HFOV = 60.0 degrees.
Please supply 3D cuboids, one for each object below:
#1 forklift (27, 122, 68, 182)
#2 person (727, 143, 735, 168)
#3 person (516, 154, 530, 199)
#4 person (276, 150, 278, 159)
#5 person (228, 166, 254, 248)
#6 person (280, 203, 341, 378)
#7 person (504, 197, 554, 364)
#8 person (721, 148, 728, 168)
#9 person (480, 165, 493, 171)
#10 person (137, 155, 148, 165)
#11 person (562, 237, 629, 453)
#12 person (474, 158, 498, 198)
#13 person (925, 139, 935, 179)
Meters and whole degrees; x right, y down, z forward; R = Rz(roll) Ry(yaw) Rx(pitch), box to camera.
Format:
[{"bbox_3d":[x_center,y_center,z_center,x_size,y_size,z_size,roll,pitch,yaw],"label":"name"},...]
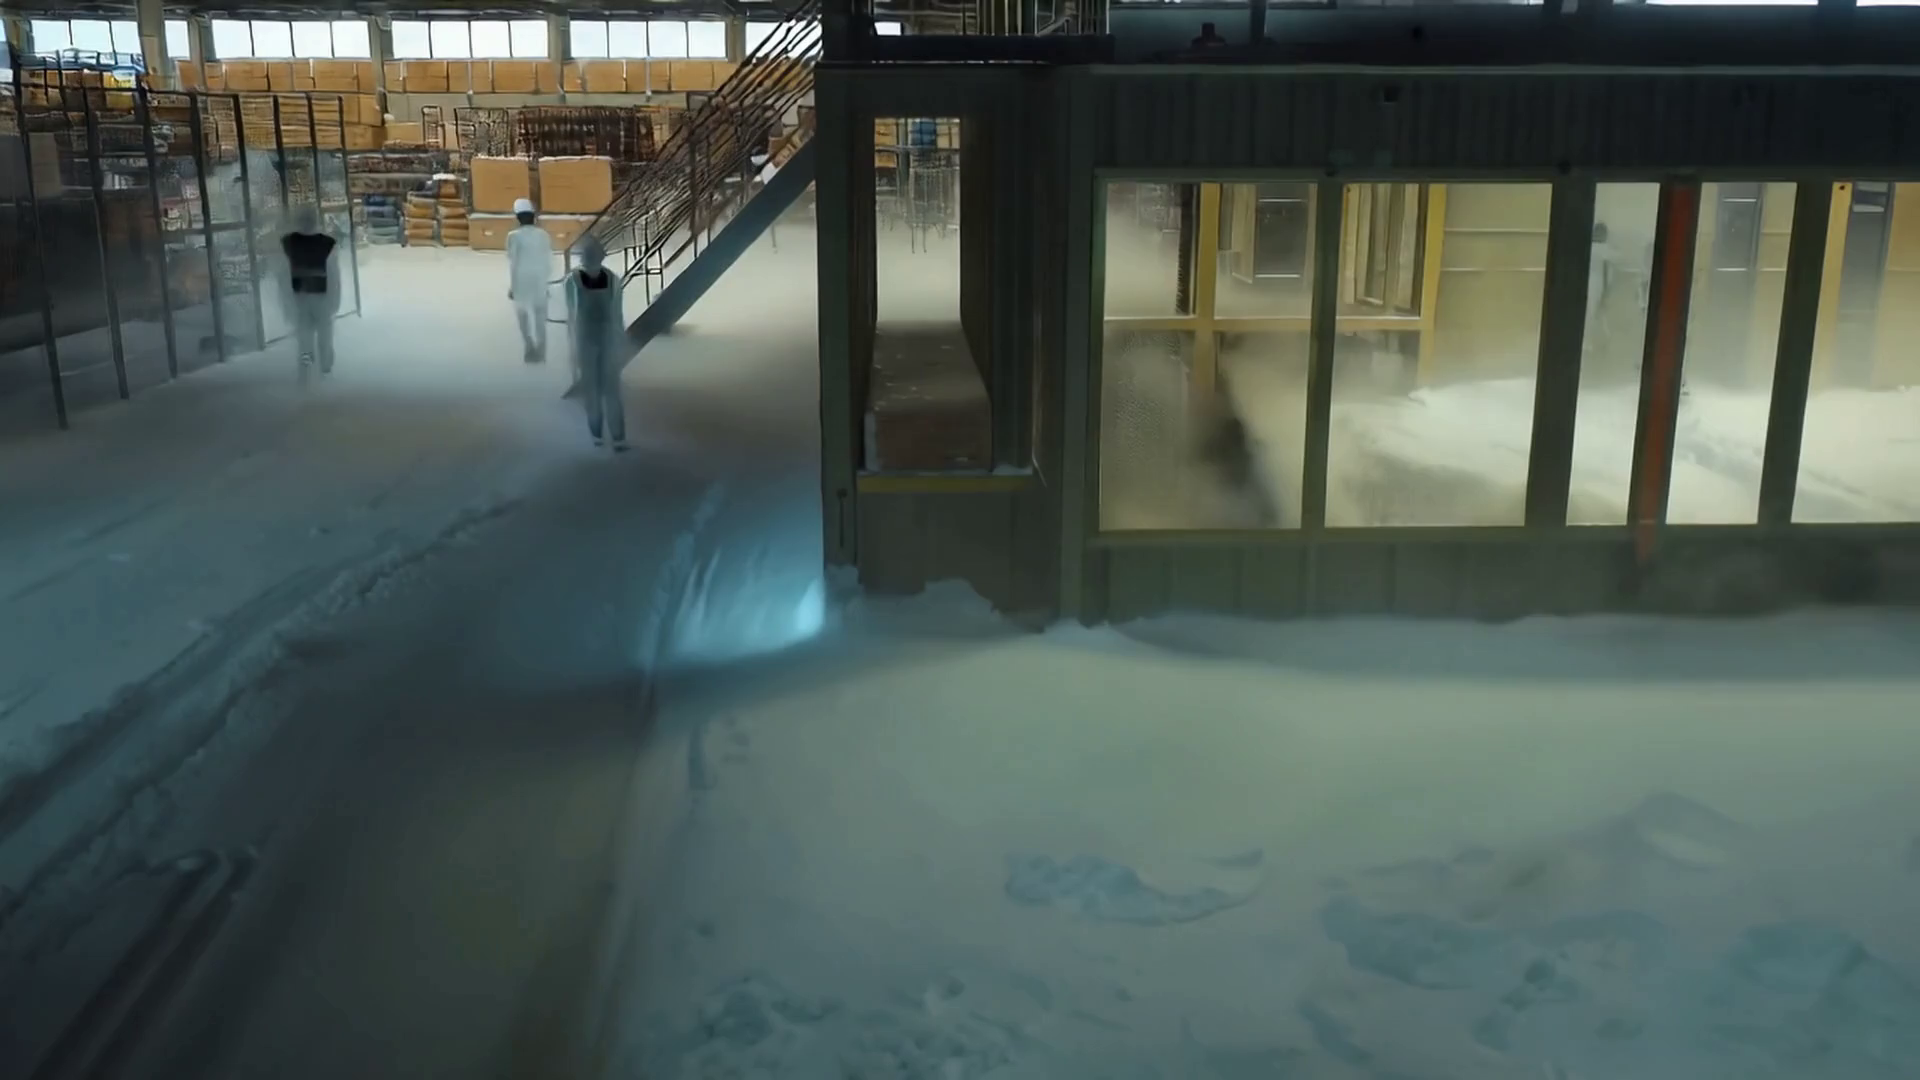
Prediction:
[{"bbox_3d":[-35.376,-14.773,64.377,1.129,2.768,1.873,-1,14,-2],"label":"forklift"},{"bbox_3d":[-11.761,-19.489,85.370,0.457,1.822,0.591,1,14,5],"label":"person"},{"bbox_3d":[-11.992,-9.658,45.860,0.364,1.933,0.543,2,14,7],"label":"person"},{"bbox_3d":[-36.809,-20.639,90.108,0.329,1.751,0.570,-2,14,-10],"label":"person"},{"bbox_3d":[-16.257,-7.555,37.714,0.599,1.809,0.773,2,14,6],"label":"person"},{"bbox_3d":[-7.005,-2.672,17.984,0.602,1.906,0.584,-3,14,-12],"label":"person"},{"bbox_3d":[-4.968,-2.984,19.210,0.562,1.917,0.450,-6,15,-24],"label":"person"},{"bbox_3d":[-10.486,-16.611,74.080,0.889,1.716,0.541,2,14,8],"label":"person"},{"bbox_3d":[-15.673,-11.776,54.997,0.504,1.600,0.810,6,15,21],"label":"person"},{"bbox_3d":[-33.306,-15.159,68.132,0.731,1.793,0.583,8,16,30],"label":"person"},{"bbox_3d":[-3.065,-1.625,14.006,0.512,1.805,0.885,-5,15,-18],"label":"person"},{"bbox_3d":[-12.084,-8.779,42.358,1.084,1.930,0.614,6,15,23],"label":"person"},{"bbox_3d":[-1.599,-19.188,83.873,0.865,1.959,0.659,5,15,21],"label":"person"}]
